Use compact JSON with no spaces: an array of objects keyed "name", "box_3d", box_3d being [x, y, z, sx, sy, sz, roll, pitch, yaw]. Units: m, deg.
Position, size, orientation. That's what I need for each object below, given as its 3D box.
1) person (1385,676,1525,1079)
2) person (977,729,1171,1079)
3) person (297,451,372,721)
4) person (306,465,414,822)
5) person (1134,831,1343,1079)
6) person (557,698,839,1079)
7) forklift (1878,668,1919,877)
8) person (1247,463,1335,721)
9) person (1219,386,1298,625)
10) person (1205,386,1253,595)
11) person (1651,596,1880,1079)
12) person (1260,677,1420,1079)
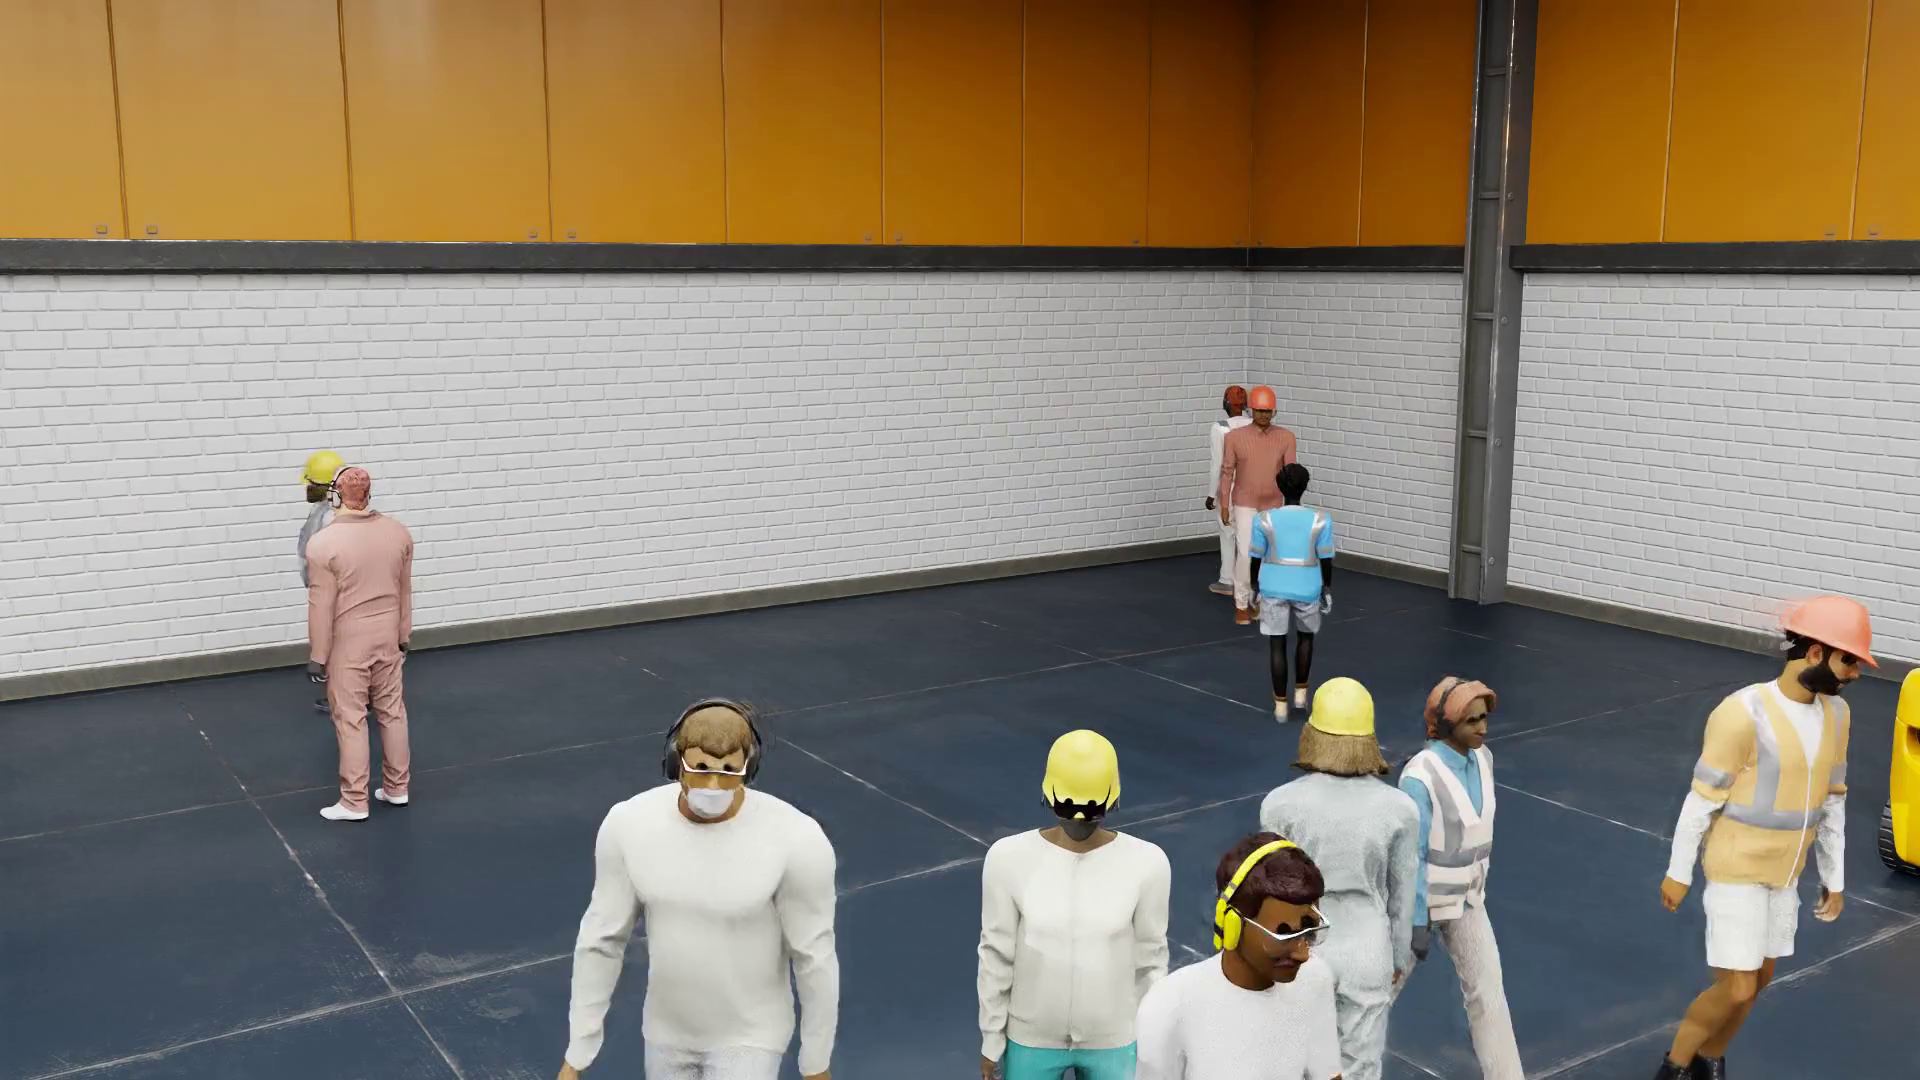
[{"name":"person","box_3d":[1.640,1.235,5.732,0.523,1.589,0.889,-8,12,-41]},{"name":"person","box_3d":[0.306,1.356,4.491,0.522,1.760,0.331,0,9,-1]},{"name":"person","box_3d":[-4.046,0.302,10.741,0.425,1.796,0.630,-5,11,-27]},{"name":"person","box_3d":[-3.228,0.552,8.912,0.405,1.912,0.662,6,11,30]},{"name":"person","box_3d":[0.636,1.488,3.474,0.555,1.824,0.861,-7,12,-37]},{"name":"person","box_3d":[-0.683,1.327,4.217,0.662,1.897,0.855,4,10,22]},{"name":"forklift","box_3d":[5.511,0.571,7.906,2.313,2.155,1.214,-6,11,-33]},{"name":"person","box_3d":[2.151,0.331,10.865,0.556,1.678,0.457,1,10,9]},{"name":"person","box_3d":[2.480,-0.279,13.681,0.629,1.968,0.695,-1,9,-6]},{"name":"person","box_3d":[2.474,-0.447,14.973,0.583,1.882,0.337,-5,11,-27]},{"name":"person","box_3d":[2.713,1.103,5.604,0.563,1.890,0.543,-5,10,-26]},{"name":"person","box_3d":[1.148,1.262,5.140,0.496,1.715,0.675,1,9,5]}]
